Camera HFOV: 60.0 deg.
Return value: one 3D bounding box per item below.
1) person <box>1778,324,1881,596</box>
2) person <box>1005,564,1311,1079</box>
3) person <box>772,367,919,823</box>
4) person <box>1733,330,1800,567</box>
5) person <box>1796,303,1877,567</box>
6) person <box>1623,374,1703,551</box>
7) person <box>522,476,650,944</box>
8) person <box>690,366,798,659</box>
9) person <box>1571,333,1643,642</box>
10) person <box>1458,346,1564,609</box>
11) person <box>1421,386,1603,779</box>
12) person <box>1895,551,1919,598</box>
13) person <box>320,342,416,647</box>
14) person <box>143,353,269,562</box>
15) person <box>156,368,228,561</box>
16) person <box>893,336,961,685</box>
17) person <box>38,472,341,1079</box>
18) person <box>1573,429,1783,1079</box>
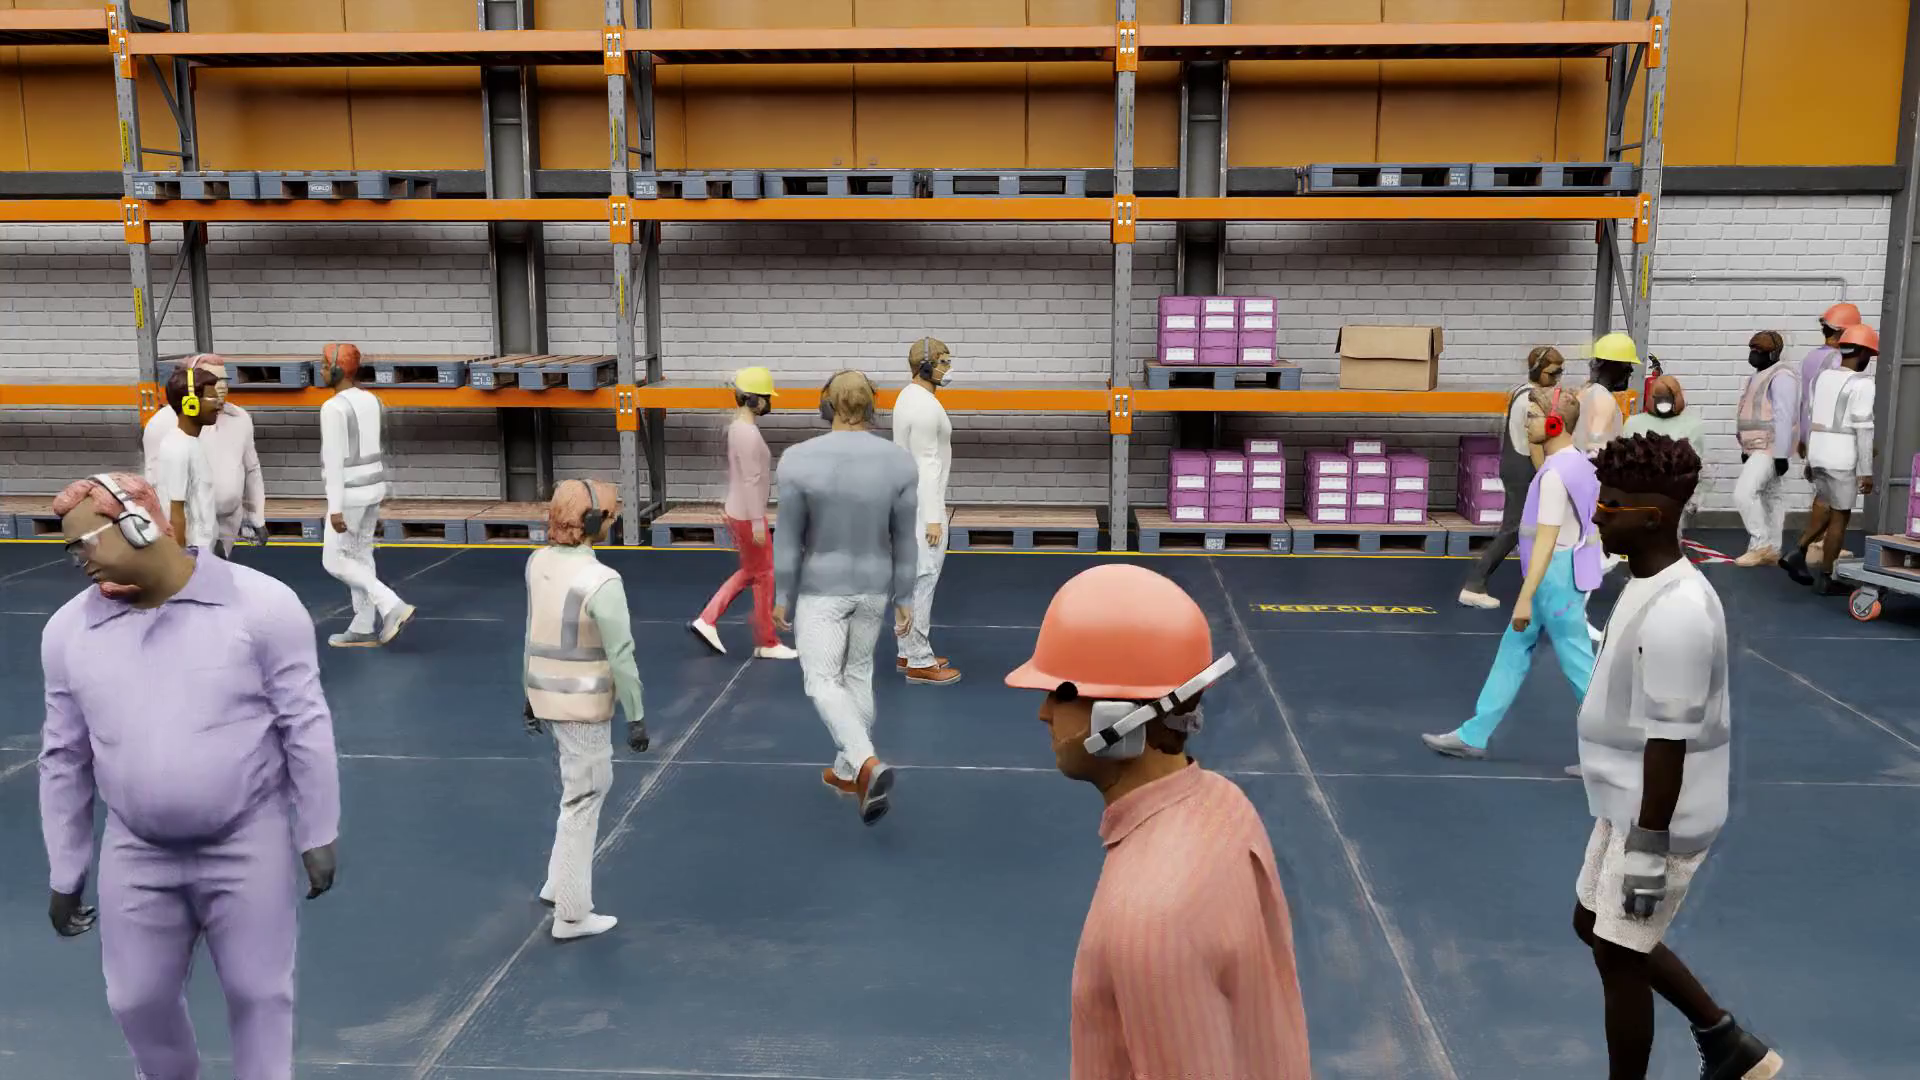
[{"bbox_3d":[6.123,-0.548,11.632,0.544,1.908,0.594,-1,10,-6],"label":"person"},{"bbox_3d":[0.268,0.996,2.509,1.039,1.929,0.607,4,10,21],"label":"person"},{"bbox_3d":[-0.448,0.236,7.022,0.627,1.920,0.809,-5,11,-26],"label":"person"},{"bbox_3d":[6.101,-0.677,12.647,0.518,1.816,0.751,2,10,11],"label":"person"},{"bbox_3d":[6.719,-0.798,12.777,0.494,2.021,0.616,2,10,9],"label":"person"},{"bbox_3d":[4.632,-0.296,11.021,0.508,1.616,0.425,5,11,25],"label":"person"},{"bbox_3d":[-1.306,0.592,5.764,0.390,1.621,0.546,-9,13,-43],"label":"person"},{"bbox_3d":[-1.275,-0.145,9.773,0.594,1.746,0.549,-2,10,-14],"label":"person"},{"bbox_3d":[3.876,-0.303,10.169,0.469,1.912,0.626,2,10,13],"label":"person"},{"bbox_3d":[3.774,-0.397,11.159,0.830,1.807,0.536,2,10,14],"label":"person"},{"bbox_3d":[2.666,0.197,7.606,0.961,1.791,0.583,4,11,23],"label":"person"},{"bbox_3d":[6.895,-0.377,11.333,0.845,1.644,0.552,7,12,34],"label":"person"},{"bbox_3d":[-3.586,-0.251,10.000,0.526,1.870,0.574,2,10,11],"label":"person"},{"bbox_3d":[-4.257,-0.130,9.392,1.048,1.850,0.656,5,11,26],"label":"person"},{"bbox_3d":[-3.673,0.100,8.028,0.444,1.854,0.528,-5,11,-27],"label":"person"},{"bbox_3d":[-0.200,-0.168,9.318,0.355,1.938,0.636,-2,10,-10],"label":"person"},{"bbox_3d":[-1.888,0.761,4.108,0.693,1.872,0.437,-2,10,-9],"label":"person"},{"bbox_3d":[1.829,0.686,4.308,0.533,1.950,0.605,3,10,16],"label":"person"}]
